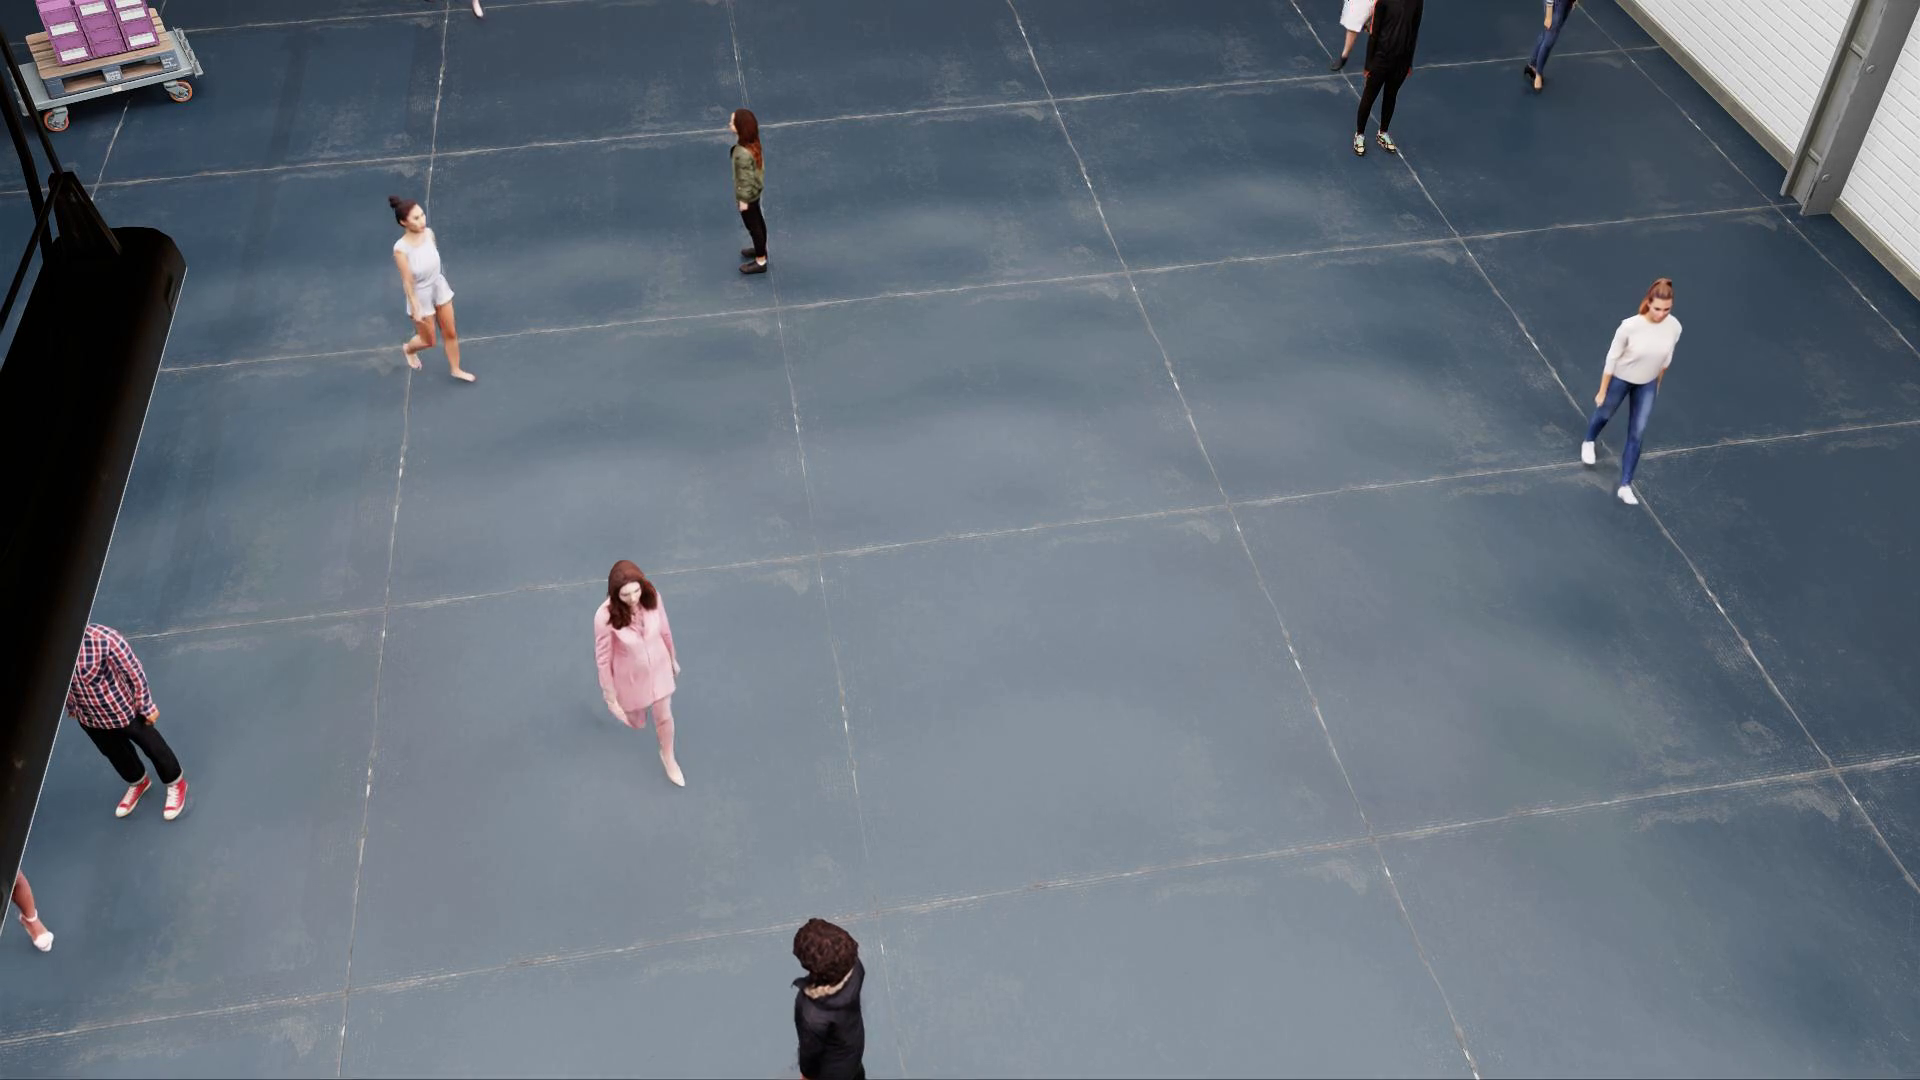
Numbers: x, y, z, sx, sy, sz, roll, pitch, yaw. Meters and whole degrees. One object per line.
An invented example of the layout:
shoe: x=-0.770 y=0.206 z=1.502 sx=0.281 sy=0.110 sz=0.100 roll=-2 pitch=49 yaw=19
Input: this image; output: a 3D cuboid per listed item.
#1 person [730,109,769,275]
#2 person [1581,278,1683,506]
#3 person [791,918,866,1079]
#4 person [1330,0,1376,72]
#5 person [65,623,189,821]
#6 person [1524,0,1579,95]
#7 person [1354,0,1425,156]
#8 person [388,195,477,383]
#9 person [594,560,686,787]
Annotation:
person: x=-1.745 y=-2.905 z=13.795 sx=0.674 sy=1.475 sz=0.500 roll=0 pitch=44 yaw=0
person: x=4.735 y=-1.158 z=11.810 sx=0.798 sy=1.683 sz=1.104 roll=2 pitch=44 yaw=2
person: x=-0.600 y=2.420 z=7.986 sx=0.798 sy=1.777 sz=0.712 roll=14 pitch=45 yaw=14
person: x=4.000 y=-5.353 z=16.333 sx=0.821 sy=1.519 sz=0.895 roll=-22 pitch=48 yaw=-22
person: x=-4.887 y=0.936 z=9.556 sx=0.750 sy=1.761 sz=0.660 roll=2 pitch=44 yaw=2
person: x=5.721 y=-5.118 z=15.913 sx=0.786 sy=1.758 sz=0.775 roll=32 pitch=52 yaw=29
person: x=3.902 y=-4.392 z=15.115 sx=0.612 sy=1.808 sz=0.517 roll=-6 pitch=44 yaw=-7
person: x=-4.106 y=-1.879 z=12.631 sx=0.874 sy=1.595 sz=0.841 roll=19 pitch=47 yaw=19
person: x=-1.918 y=0.721 z=9.767 sx=0.903 sy=1.781 sz=1.055 roll=-29 pitch=51 yaw=-27
